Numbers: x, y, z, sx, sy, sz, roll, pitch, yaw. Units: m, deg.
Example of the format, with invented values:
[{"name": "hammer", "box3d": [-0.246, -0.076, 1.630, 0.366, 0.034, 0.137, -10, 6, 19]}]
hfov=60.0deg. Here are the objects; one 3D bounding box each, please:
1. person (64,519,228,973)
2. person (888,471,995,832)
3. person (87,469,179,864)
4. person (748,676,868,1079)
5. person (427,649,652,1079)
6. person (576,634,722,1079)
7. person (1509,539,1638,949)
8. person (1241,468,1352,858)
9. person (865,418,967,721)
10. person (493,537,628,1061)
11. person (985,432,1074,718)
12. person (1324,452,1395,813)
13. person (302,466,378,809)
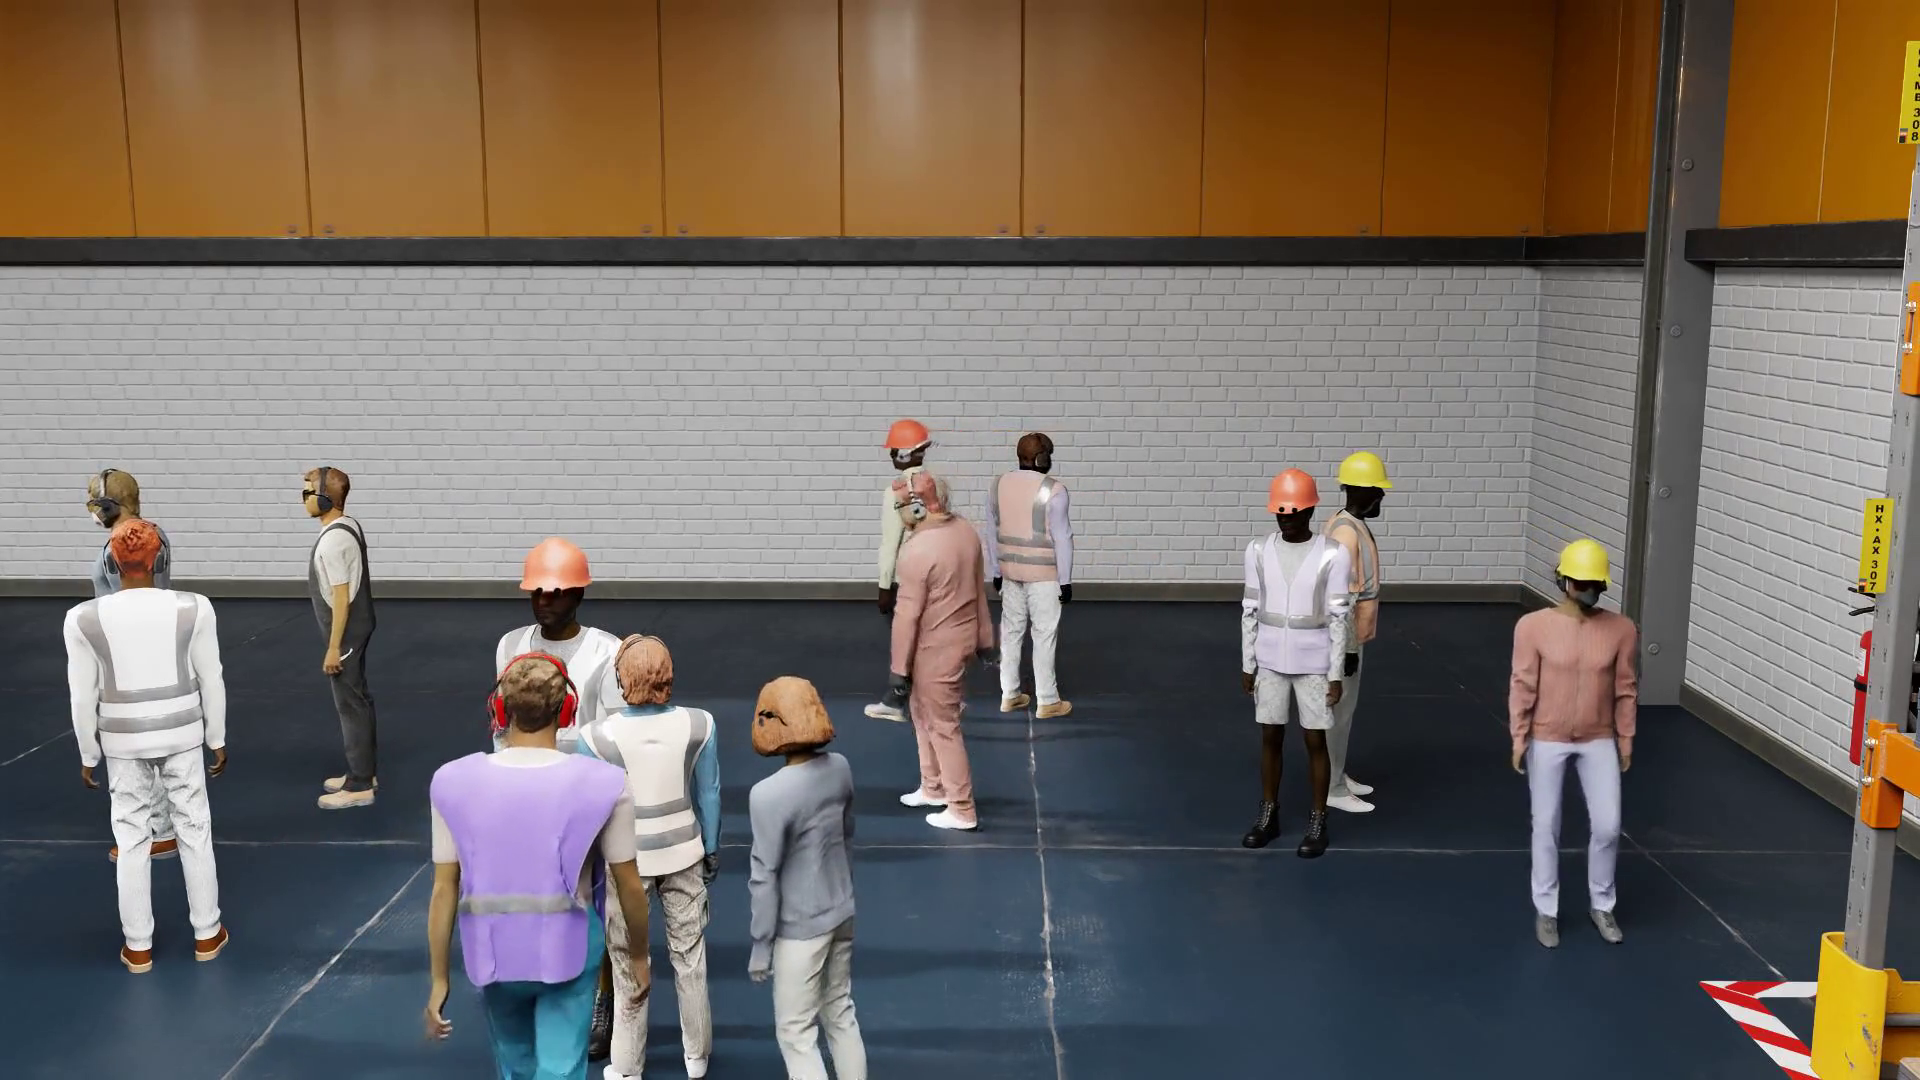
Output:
[{"name": "person", "box3d": [-3.335, 0.847, 6.875, 0.573, 1.883, 0.356, -5, 11, -26]}, {"name": "person", "box3d": [-0.183, 0.573, 8.564, 0.693, 1.868, 0.703, 5, 11, 28]}, {"name": "person", "box3d": [-4.029, 0.610, 8.146, 0.370, 1.934, 0.627, -2, 10, -12]}, {"name": "person", "box3d": [-0.481, 1.242, 5.330, 0.367, 1.611, 0.511, 5, 11, 28]}, {"name": "person", "box3d": [-1.212, 1.203, 4.928, 0.603, 1.809, 0.895, 0, 9, 0]}, {"name": "person", "box3d": [-1.082, 1.140, 5.843, 0.522, 1.640, 0.306, -5, 11, -26]}, {"name": "person", "box3d": [2.619, 0.866, 7.125, 0.545, 1.765, 0.359, 1, 10, 7]}, {"name": "person", "box3d": [1.635, 0.604, 8.197, 0.543, 1.929, 0.380, 5, 11, 27]}, {"name": "person", "box3d": [-0.279, 0.224, 10.348, 0.843, 1.971, 0.634, 6, 11, 32]}, {"name": "person", "box3d": [-1.454, 0.947, 6.097, 0.543, 1.942, 0.354, 2, 10, 10]}, {"name": "person", "box3d": [0.473, 0.224, 10.733, 0.636, 1.840, 0.429, 7, 12, 37]}, {"name": "person", "box3d": [2.108, 0.482, 8.923, 0.374, 1.925, 0.595, 2, 10, 14]}, {"name": "person", "box3d": [-3.329, 0.520, 8.940, 0.351, 1.846, 0.506, -2, 10, -10]}]
